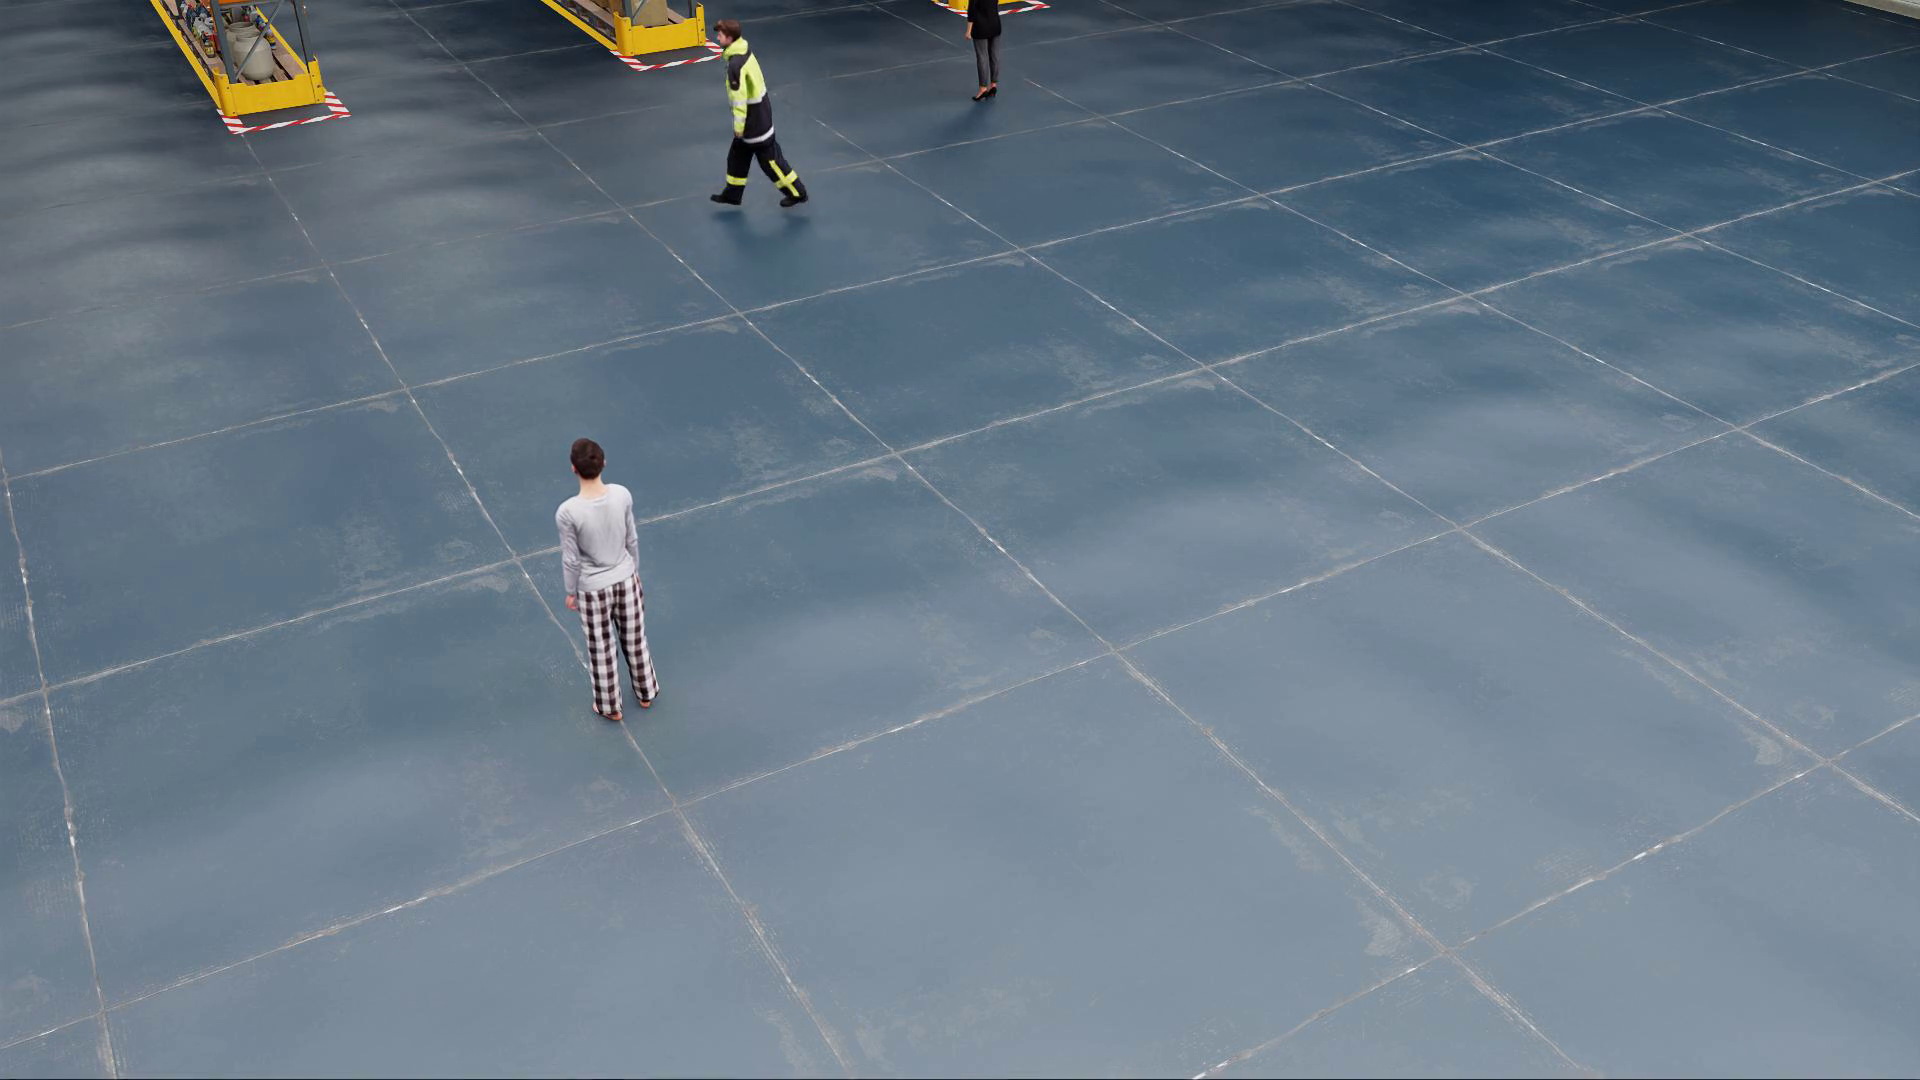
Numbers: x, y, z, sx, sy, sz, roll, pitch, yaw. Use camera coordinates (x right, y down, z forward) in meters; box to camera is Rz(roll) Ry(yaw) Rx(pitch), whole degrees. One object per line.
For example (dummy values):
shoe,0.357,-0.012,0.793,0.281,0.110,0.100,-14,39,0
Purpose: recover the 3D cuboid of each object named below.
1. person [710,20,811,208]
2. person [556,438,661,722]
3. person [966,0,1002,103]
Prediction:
person,-1.997,-4.237,16.738,1.245,1.915,1.354,0,32,0
person,-2.061,0.243,9.698,0.638,1.847,0.552,-20,37,-29
person,0.313,-6.146,19.946,0.686,1.719,0.643,-27,41,-35
